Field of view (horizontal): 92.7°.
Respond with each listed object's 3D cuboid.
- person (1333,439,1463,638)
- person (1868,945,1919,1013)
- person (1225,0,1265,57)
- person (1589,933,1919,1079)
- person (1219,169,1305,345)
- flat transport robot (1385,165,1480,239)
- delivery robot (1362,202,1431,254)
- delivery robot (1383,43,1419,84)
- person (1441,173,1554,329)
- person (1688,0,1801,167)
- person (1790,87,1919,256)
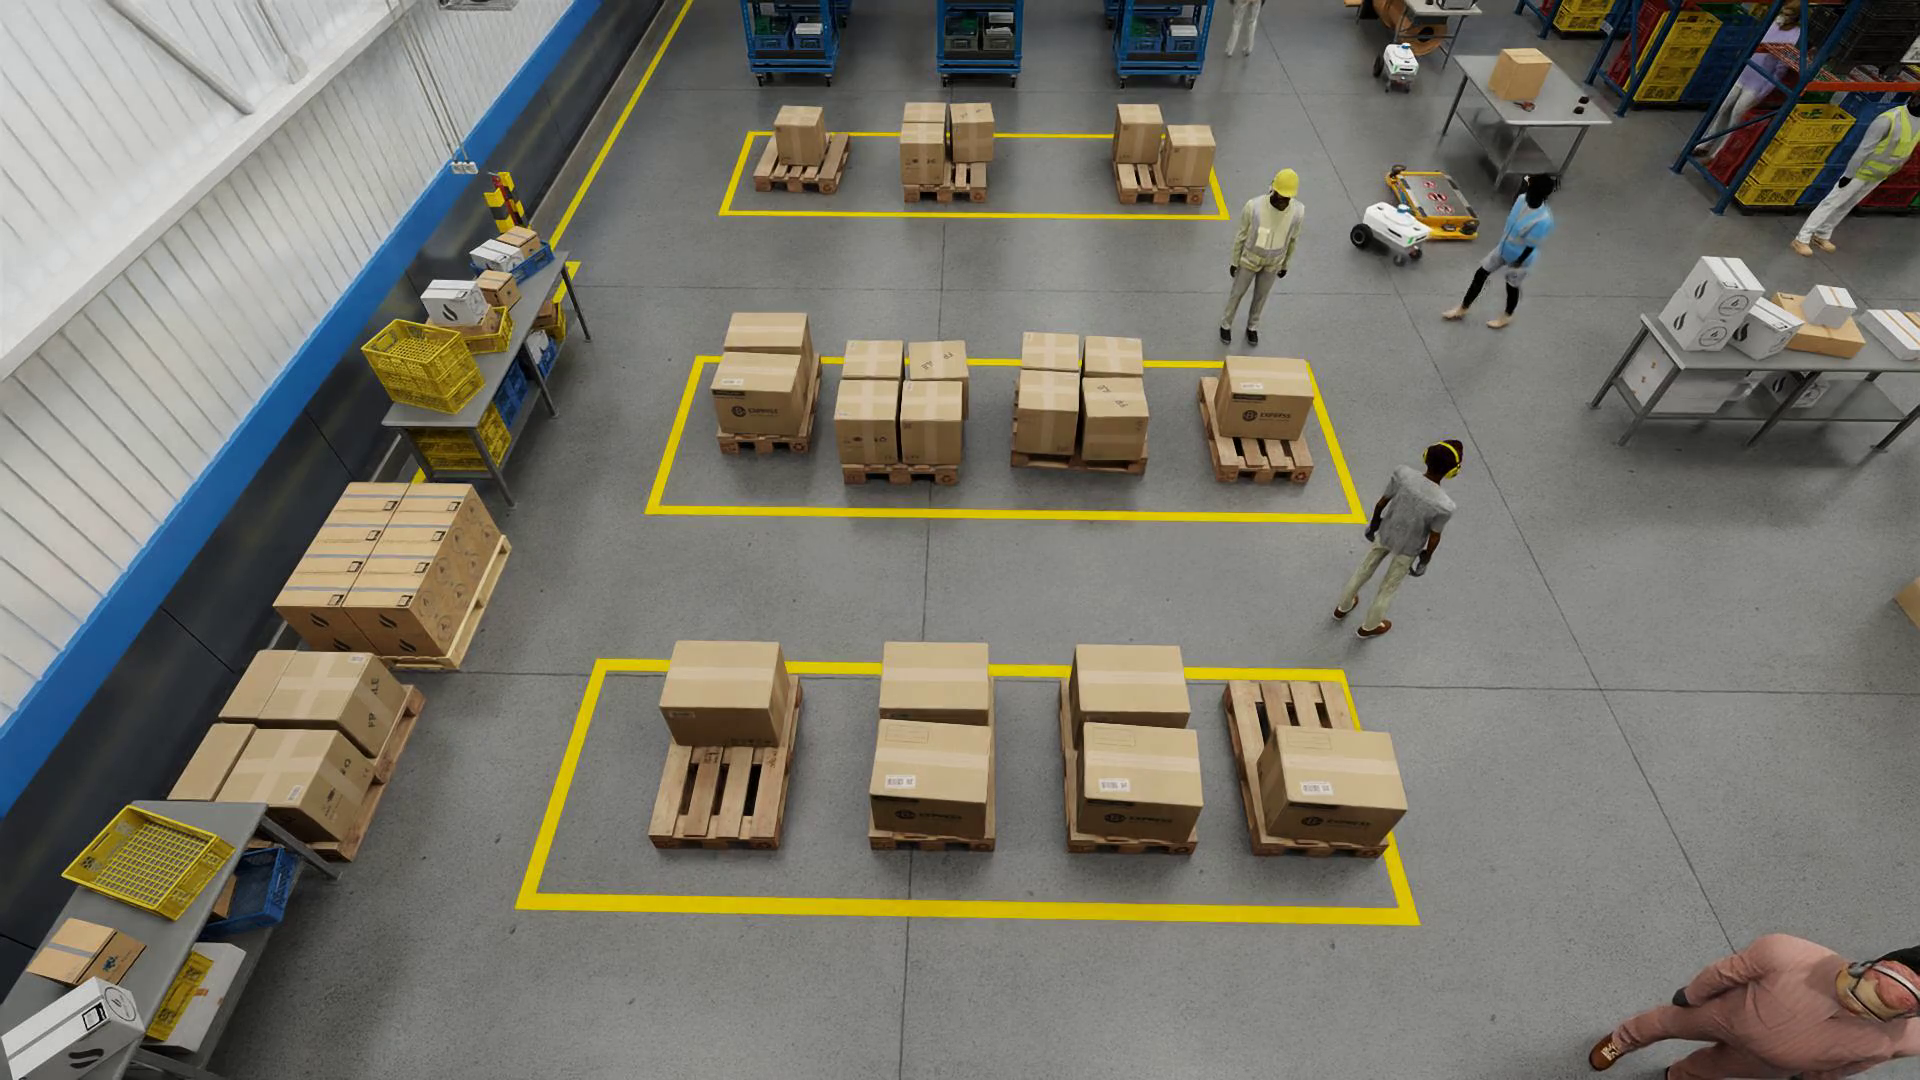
[{"bbox_3d":[3.099,0.008,6.455,0.328,1.876,0.513,-28,55,-22],"label":"person"},{"bbox_3d":[5.407,2.021,4.684,0.596,1.916,0.372,-9,50,-8],"label":"person"},{"bbox_3d":[4.294,-8.039,13.574,0.517,1.638,0.314,-6,49,-5],"label":"person"},{"bbox_3d":[3.809,2.370,4.395,0.638,1.901,0.402,36,58,27],"label":"person"},{"bbox_3d":[2.911,-2.704,8.838,0.595,1.827,0.403,2,49,2],"label":"person"},{"bbox_3d":[5.692,-4.094,11.059,0.652,0.197,1.431,1,49,1],"label":"flat transport robot"},{"bbox_3d":[4.909,-3.533,10.327,0.477,0.478,0.707,-25,54,-20],"label":"delivery robot"},{"bbox_3d":[6.374,-6.919,13.257,0.477,0.478,0.707,4,49,4],"label":"delivery robot"},{"bbox_3d":[5.412,-2.823,9.050,0.772,1.647,0.577,-6,49,-5],"label":"person"},{"bbox_3d":[9.696,-5.575,11.247,0.353,1.936,0.635,-2,49,-2],"label":"person"},{"bbox_3d":[9.855,-3.990,9.937,0.627,1.844,0.429,-11,50,-9],"label":"person"}]
